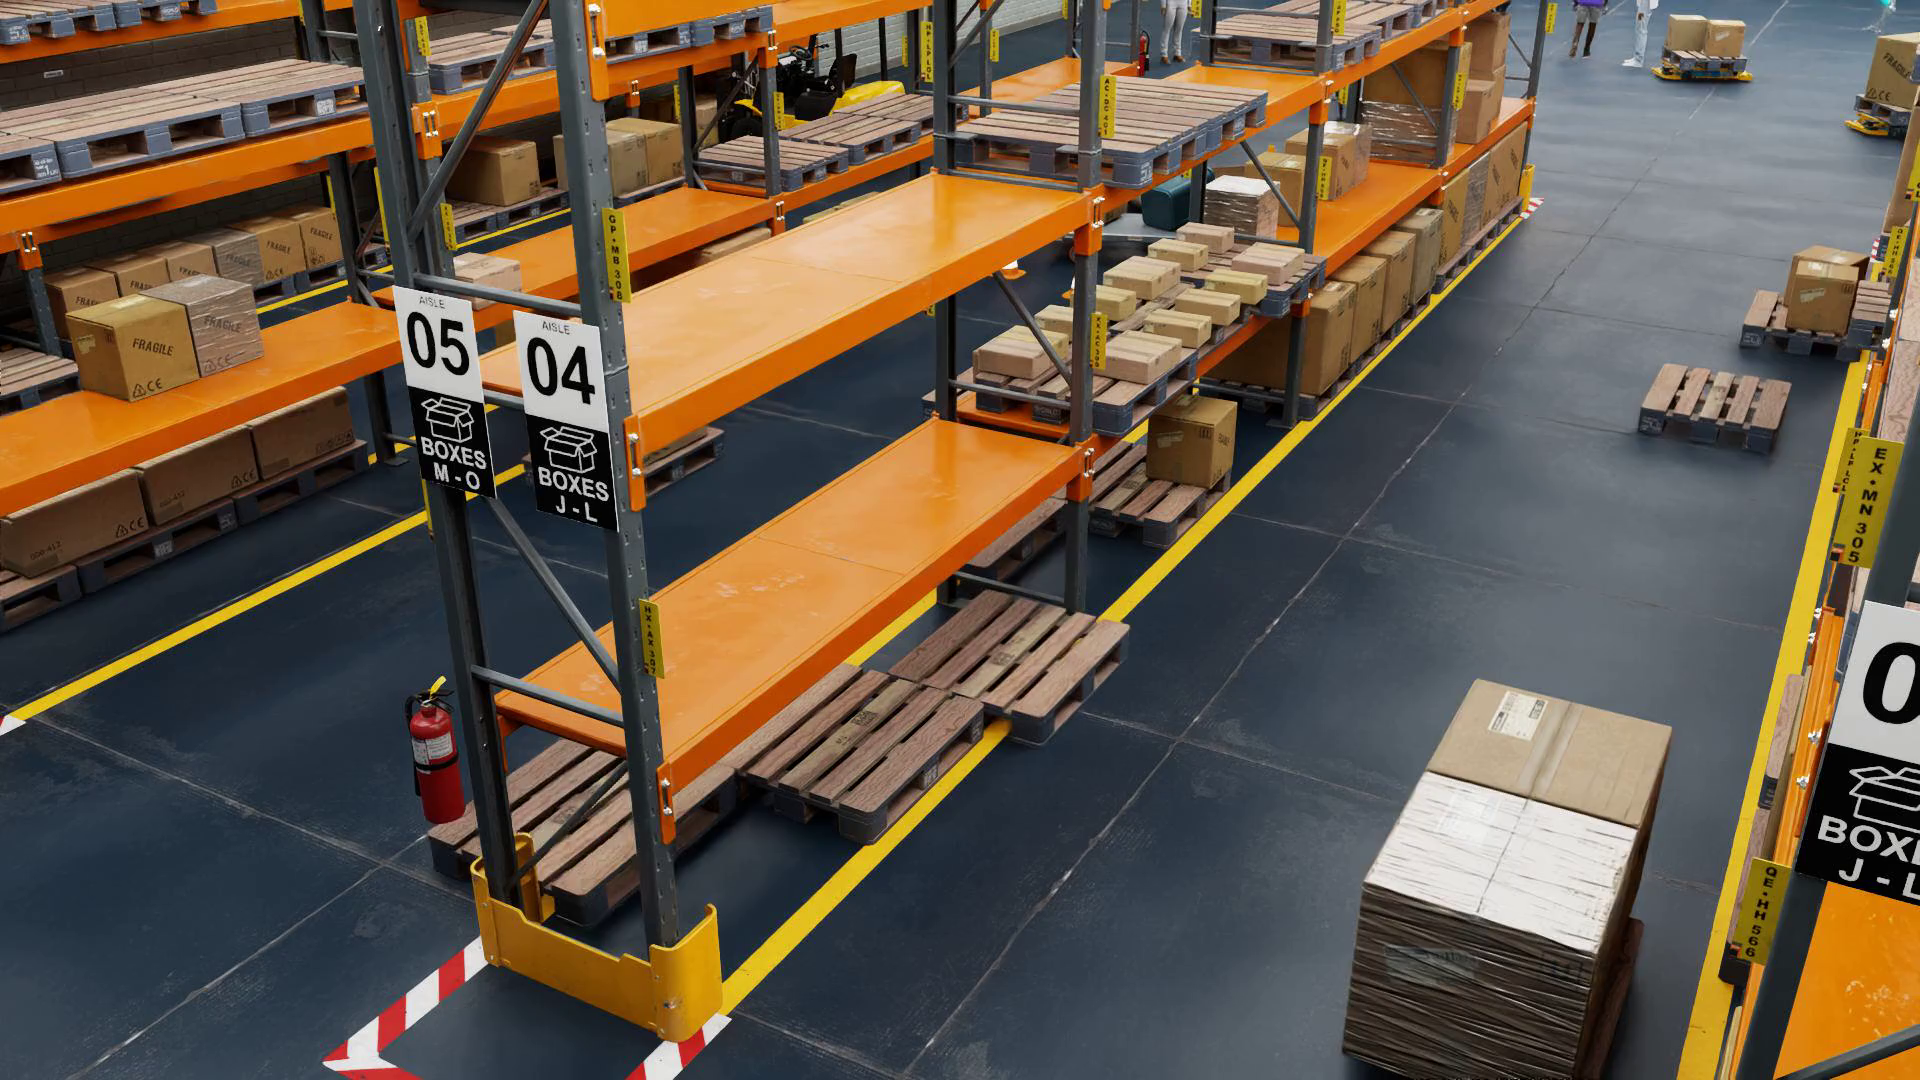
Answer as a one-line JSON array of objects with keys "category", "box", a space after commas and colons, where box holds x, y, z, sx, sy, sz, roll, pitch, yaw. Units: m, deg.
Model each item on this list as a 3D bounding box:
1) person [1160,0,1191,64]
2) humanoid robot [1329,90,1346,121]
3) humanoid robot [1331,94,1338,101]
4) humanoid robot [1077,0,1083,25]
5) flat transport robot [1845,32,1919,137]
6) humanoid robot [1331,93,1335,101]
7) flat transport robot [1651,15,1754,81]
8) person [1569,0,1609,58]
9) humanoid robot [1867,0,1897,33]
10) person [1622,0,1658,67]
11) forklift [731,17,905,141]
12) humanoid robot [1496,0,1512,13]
[{"category": "person", "box": [3.692, -9.147, 28.431, 0.627, 1.935, 0.374, -11, 28, -21]}, {"category": "humanoid robot", "box": [5.651, -6.897, 24.062, 0.473, 1.644, 0.584, 3, 26, 5]}, {"category": "humanoid robot", "box": [5.882, -7.557, 25.409, 0.589, 1.652, 0.360, 20, 32, 35]}, {"category": "humanoid robot", "box": [2.318, -10.673, 31.742, 0.530, 1.726, 0.700, 16, 30, 30]}, {"category": "flat transport robot", "box": [13.441, -5.891, 23.583, 1.431, 0.231, 0.659, 0, 26, 0]}, {"category": "humanoid robot", "box": [5.560, -7.572, 25.420, 0.868, 1.777, 0.535, -4, 26, -8]}, {"category": "flat transport robot", "box": [12.230, -7.731, 27.406, 1.431, 0.231, 0.659, 2, 26, 5]}, {"category": "person", "box": [10.897, -9.296, 28.730, 0.627, 1.940, 0.614, 15, 30, 29]}, {"category": "humanoid robot", "box": [17.463, -10.452, 31.320, 0.533, 1.750, 0.762, -16, 30, -30]}, {"category": "person", "box": [11.608, -9.012, 28.183, 0.388, 1.910, 0.590, 12, 28, 24]}, {"category": "forklift", "box": [-1.819, -5.975, 21.543, 2.313, 2.155, 1.214, 14, 29, 26]}, {"category": "humanoid robot", "box": [8.801, -8.453, 27.289, 0.382, 1.637, 0.601, 11, 28, 22]}]
